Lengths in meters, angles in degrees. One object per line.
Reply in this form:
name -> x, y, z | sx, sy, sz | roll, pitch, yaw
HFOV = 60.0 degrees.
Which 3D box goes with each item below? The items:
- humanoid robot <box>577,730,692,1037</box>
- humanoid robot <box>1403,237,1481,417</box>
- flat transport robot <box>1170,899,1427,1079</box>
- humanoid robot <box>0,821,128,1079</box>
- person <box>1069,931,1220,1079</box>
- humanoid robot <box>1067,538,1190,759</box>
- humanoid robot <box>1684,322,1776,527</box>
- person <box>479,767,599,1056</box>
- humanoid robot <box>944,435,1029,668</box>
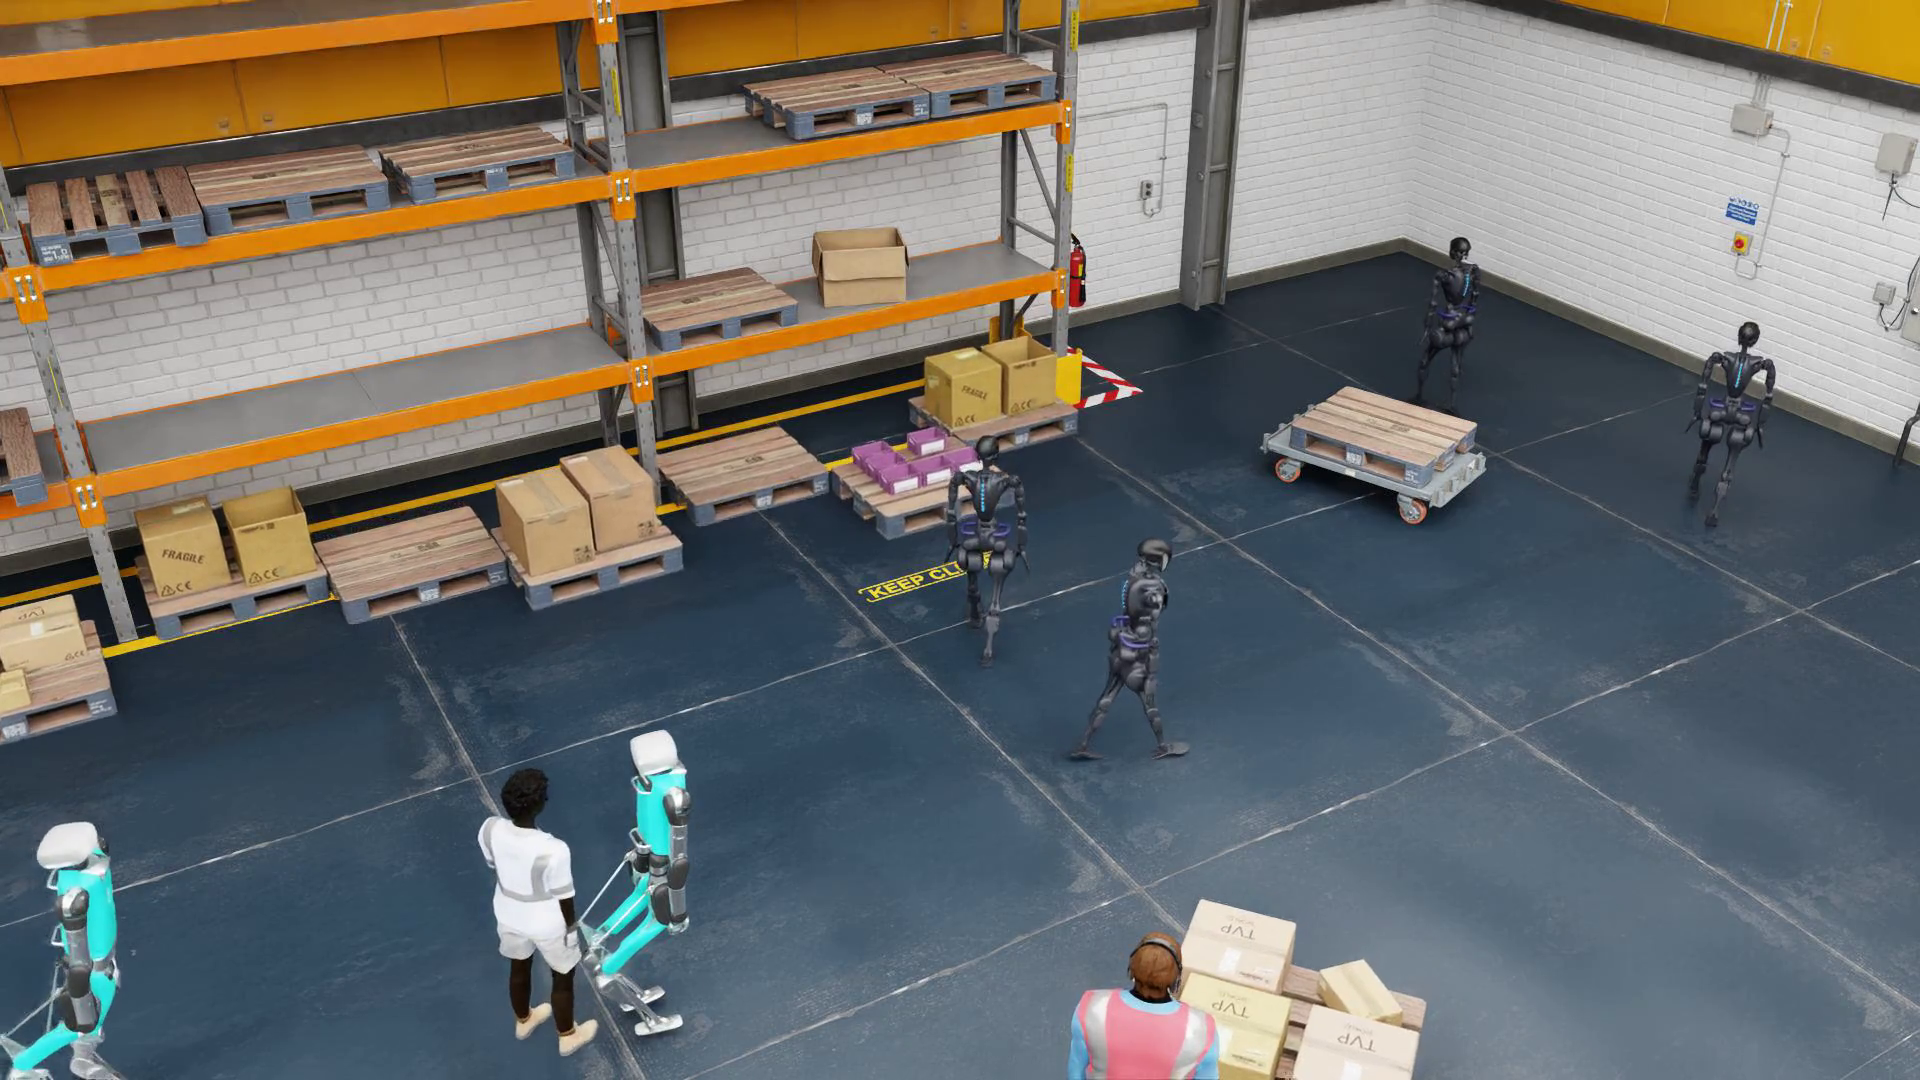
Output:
humanoid robot -> -1.664, 1.757, 8.271 | 0.722, 1.690, 0.531 | -16, 33, -26
humanoid robot -> 4.403, -1.949, 15.002 | 0.589, 1.639, 0.557 | -14, 32, -23
flat transport robot -> 1.582, 2.693, 8.207 | 0.659, 0.231, 1.431 | 11, 31, 19
humanoid robot -> -4.187, 2.125, 7.750 | 0.840, 1.792, 0.560 | -7, 30, -12
person -> 0.774, 2.420, 7.109 | 0.633, 1.830, 0.430 | 6, 30, 11
humanoid robot -> 1.083, 0.692, 10.373 | 0.793, 1.621, 0.609 | -6, 30, -11
humanoid robot -> 6.147, -0.977, 13.298 | 0.594, 1.625, 0.718 | 12, 32, 20
person -> -2.098, 1.858, 8.245 | 0.540, 1.685, 0.323 | 13, 32, 21
humanoid robot -> 0.187, 0.022, 11.538 | 0.608, 1.625, 0.755 | 4, 30, 7
